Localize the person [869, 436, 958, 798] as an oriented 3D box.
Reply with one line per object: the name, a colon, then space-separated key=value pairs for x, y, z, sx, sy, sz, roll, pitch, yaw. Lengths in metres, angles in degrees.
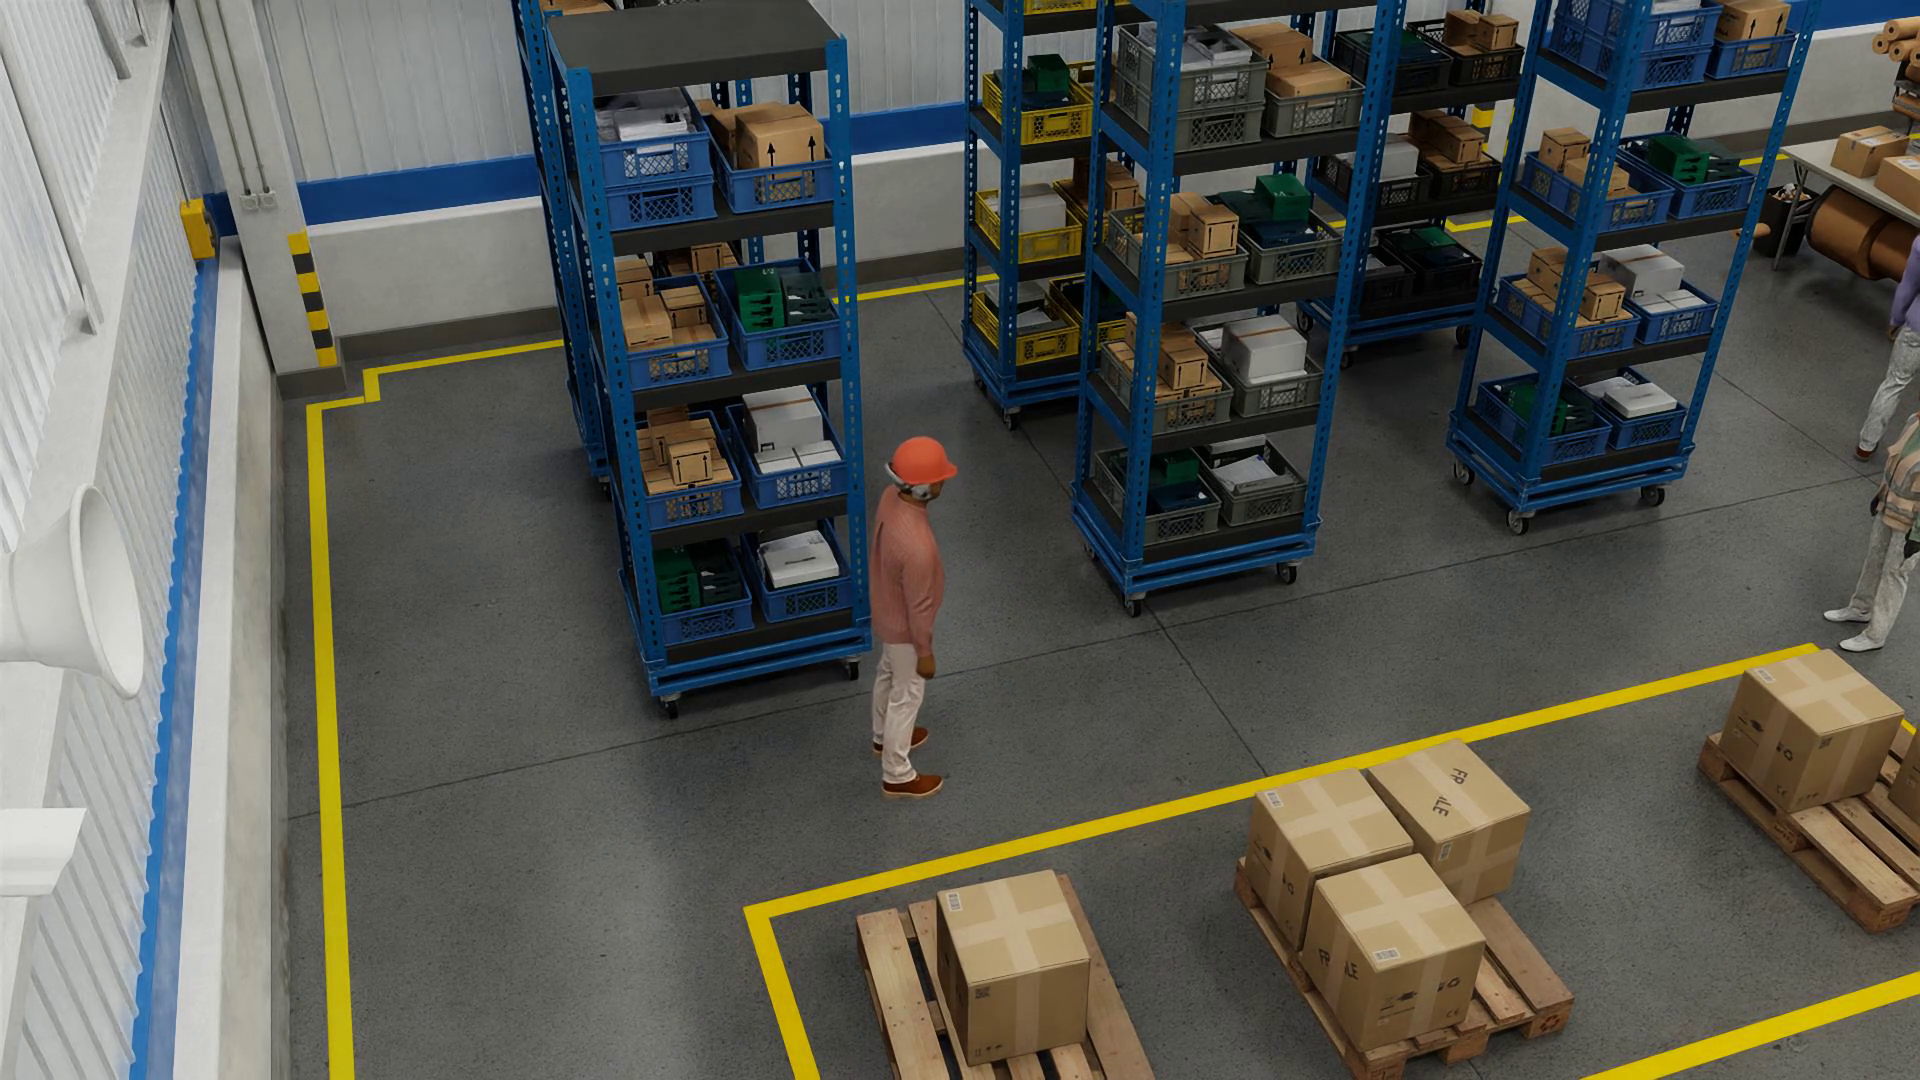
person: x=-0.221 y=0.367 z=8.048 sx=0.433 sy=1.981 sz=0.631 roll=-7 pitch=36 yaw=-10

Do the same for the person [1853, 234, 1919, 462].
person: x=6.160 y=-1.306 z=10.462 sx=0.624 sy=1.930 sz=0.374 roll=27 pitch=43 yaw=32

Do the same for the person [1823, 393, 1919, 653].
person: x=5.120 y=-0.122 z=9.032 sx=0.313 sy=1.634 sz=0.514 roll=2 pitch=35 yaw=3
